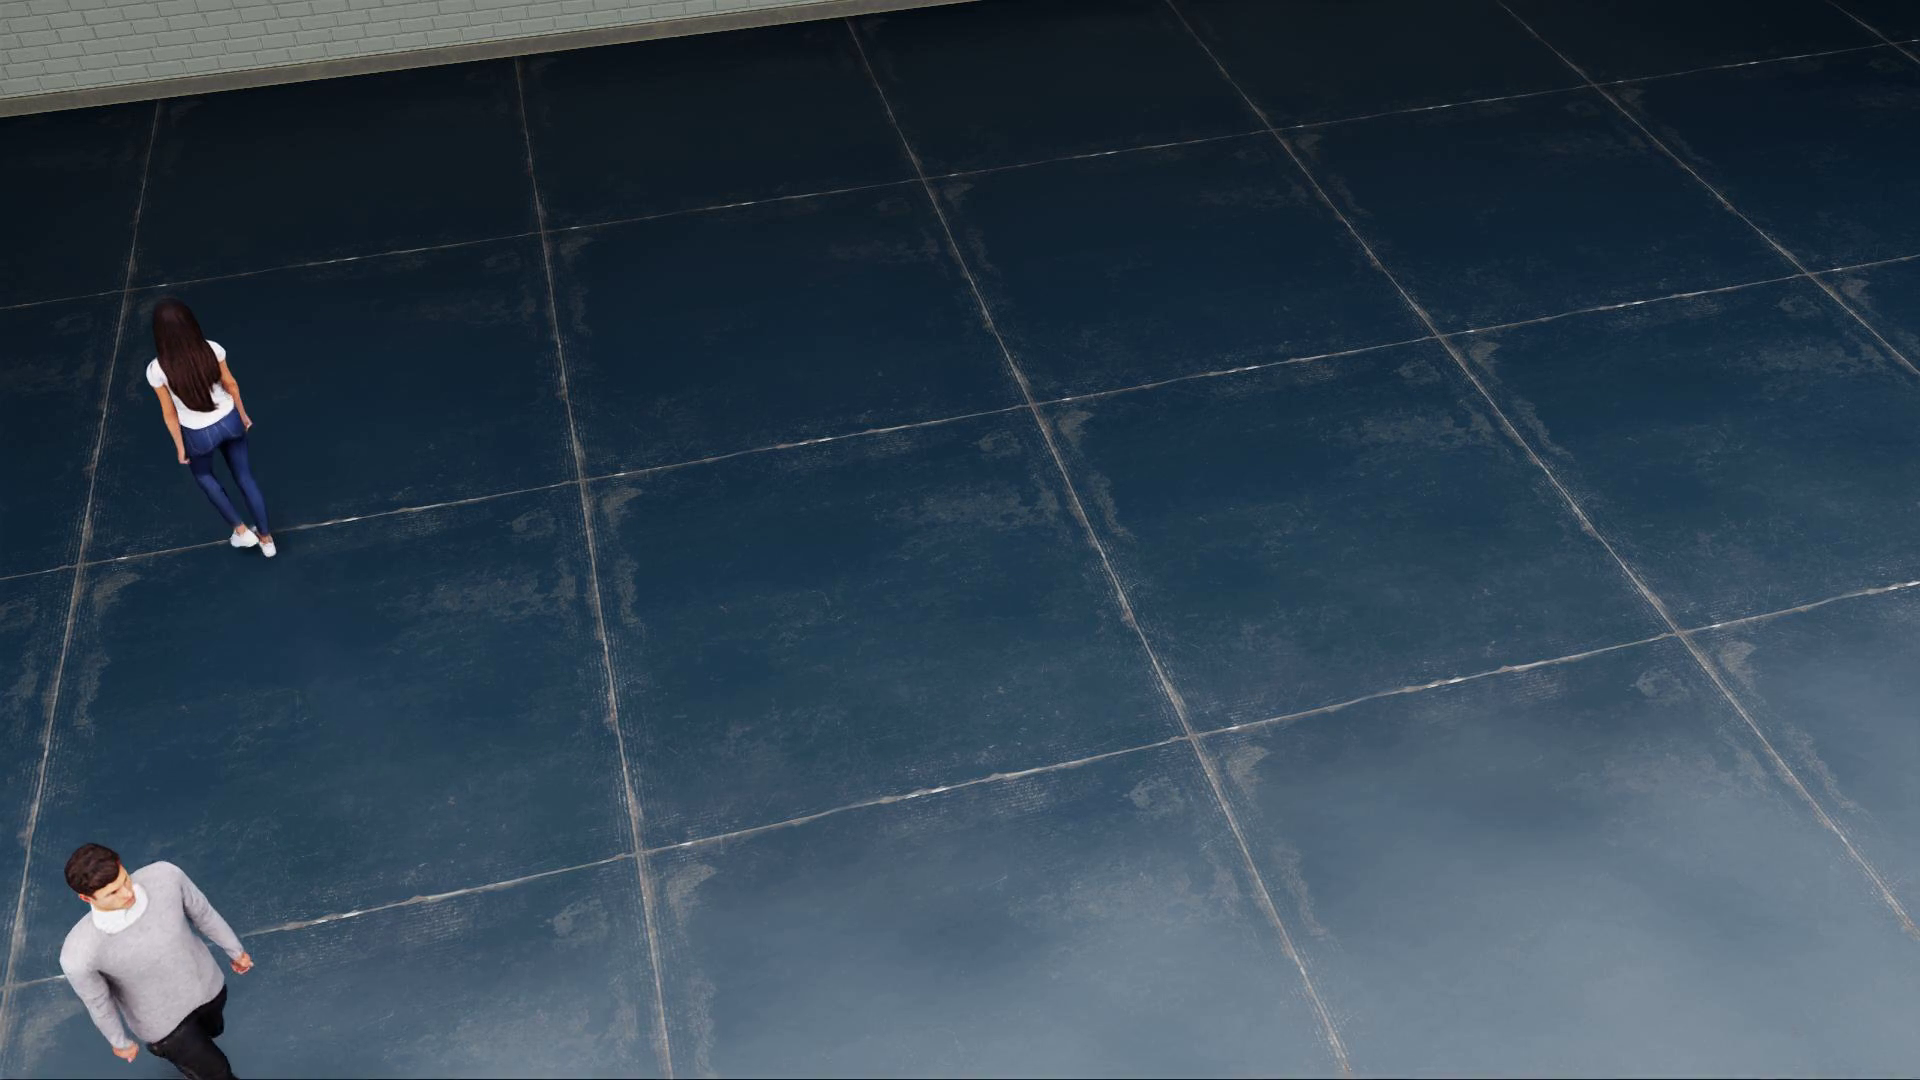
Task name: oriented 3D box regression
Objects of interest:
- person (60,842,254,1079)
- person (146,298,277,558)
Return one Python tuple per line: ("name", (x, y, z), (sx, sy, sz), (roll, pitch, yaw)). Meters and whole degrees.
("person", (-3.286, 1.828, 6.831), (1.289, 1.907, 1.286), (17, 46, 17))
("person", (-4.225, -0.562, 9.497), (0.721, 1.762, 0.738), (-31, 51, -29))
